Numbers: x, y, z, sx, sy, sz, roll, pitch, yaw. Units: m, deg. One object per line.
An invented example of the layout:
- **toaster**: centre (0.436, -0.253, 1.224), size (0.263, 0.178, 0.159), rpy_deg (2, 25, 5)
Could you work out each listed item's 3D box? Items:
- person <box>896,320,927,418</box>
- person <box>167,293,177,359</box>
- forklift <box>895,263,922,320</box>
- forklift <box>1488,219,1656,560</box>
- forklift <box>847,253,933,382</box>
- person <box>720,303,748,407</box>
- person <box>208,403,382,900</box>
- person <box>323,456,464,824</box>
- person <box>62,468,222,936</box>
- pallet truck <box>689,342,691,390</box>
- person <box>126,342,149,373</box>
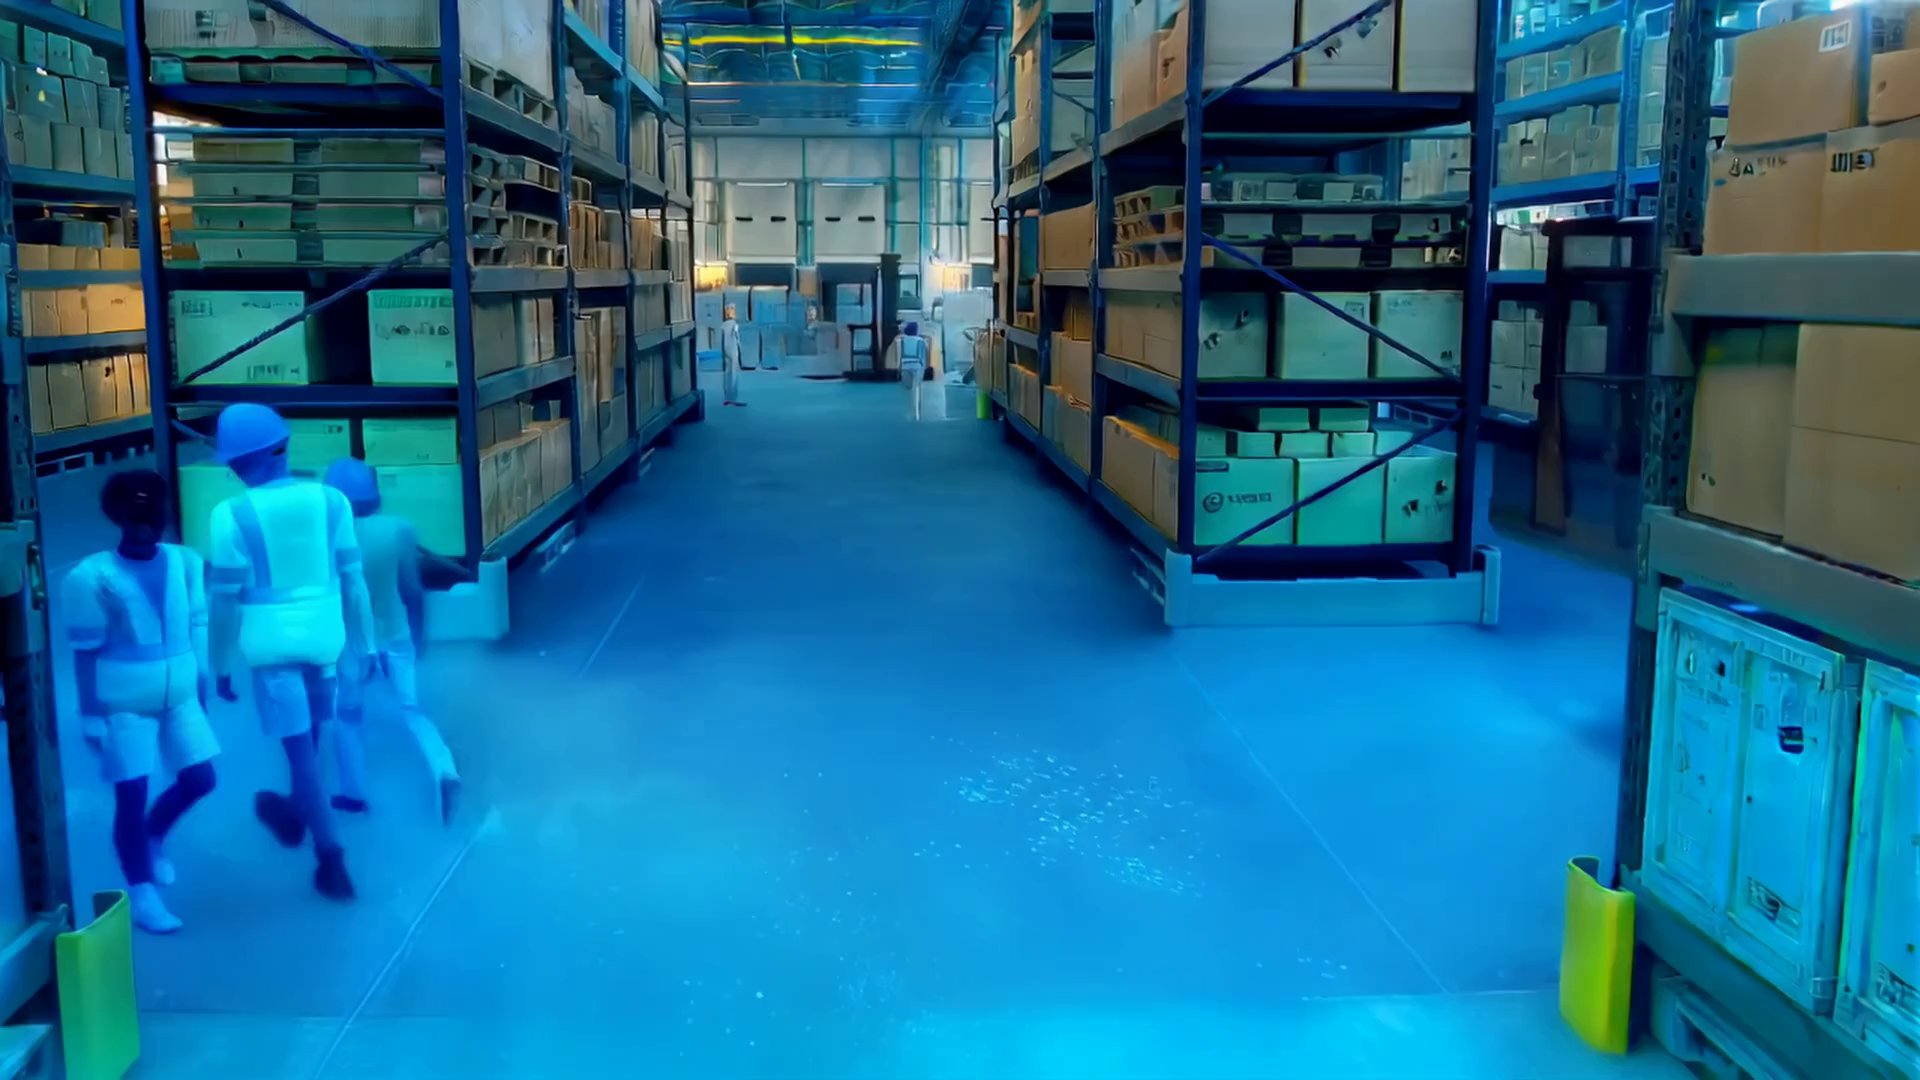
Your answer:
- **person**: centre (-0.795, -2.786, 27.242), size (0.526, 1.618, 0.534), rpy_deg (-1, 9, -5)
- **person**: centre (-22.153, -5.990, 46.432), size (0.385, 1.922, 0.594), rpy_deg (1, 9, 7)
- **forklift**: centre (-1.987, -9.022, 62.479), size (1.129, 2.768, 1.873), rpy_deg (-1, 9, -4)
- **forklift**: centre (5.437, -1.345, 14.274), size (1.129, 2.768, 1.873), rpy_deg (-1, 9, -4)
- **forklift**: centre (-1.565, -4.902, 36.610), size (1.873, 2.768, 1.129), rpy_deg (-1, 9, -4)
- **person**: centre (-4.082, -3.297, 29.763), size (0.545, 1.873, 0.387), rpy_deg (8, 12, 42)
- **person**: centre (-2.626, 0.402, 6.479), size (0.589, 1.865, 0.991), rpy_deg (-9, 13, -44)
- **person**: centre (-2.458, 0.444, 7.094), size (0.512, 1.596, 0.775), rpy_deg (-9, 13, -44)
- **person**: centre (-2.971, 0.572, 6.006), size (0.422, 1.689, 0.545), rpy_deg (5, 10, 30)
- **pallet truck**: centre (-5.225, -3.008, 27.480), size (1.885, 1.965, 0.823), rpy_deg (2, 9, 14)
- **person**: centre (-17.747, -4.341, 36.072), size (0.615, 1.933, 0.845), rpy_deg (0, 9, 1)
